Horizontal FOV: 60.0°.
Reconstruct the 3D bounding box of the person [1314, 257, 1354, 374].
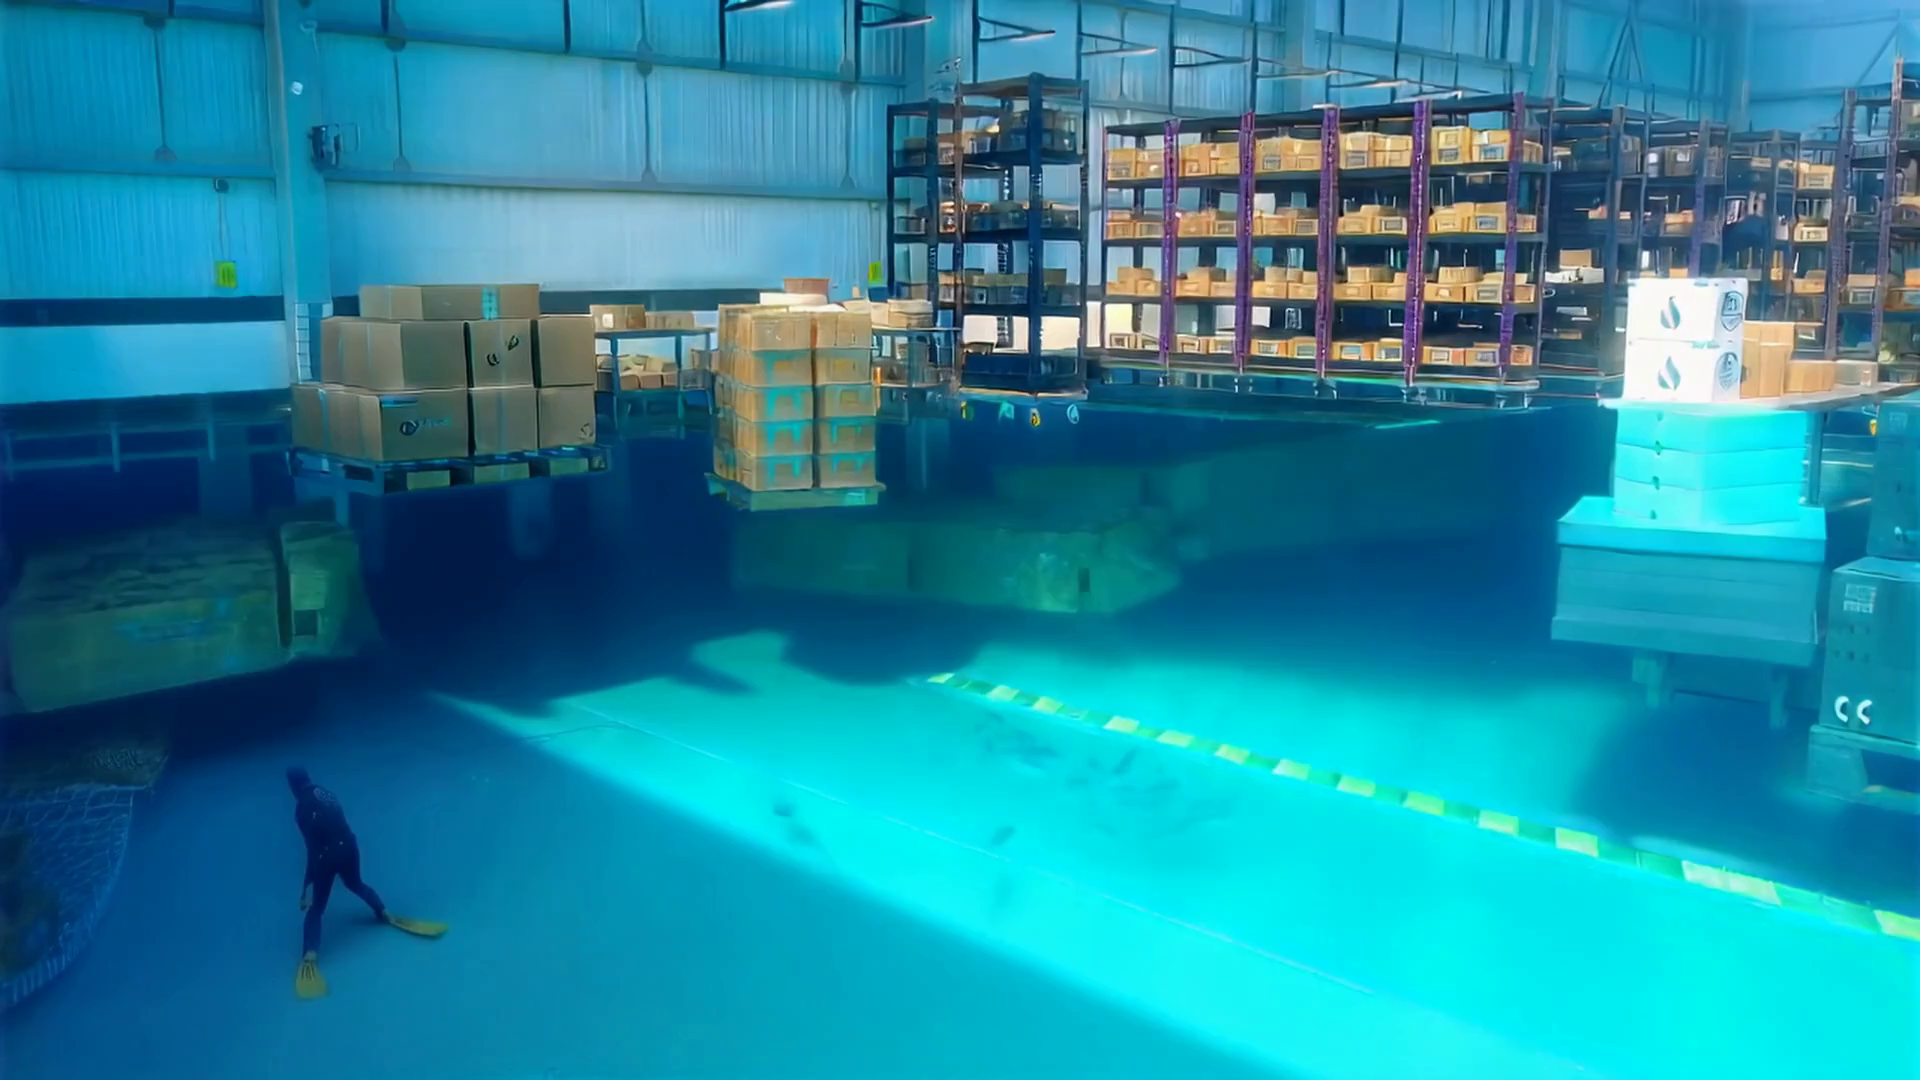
[{"bbox_3d":[5.623,-3.411,25.350,0.931,1.808,0.577,8,12,39],"label":"person"}]
